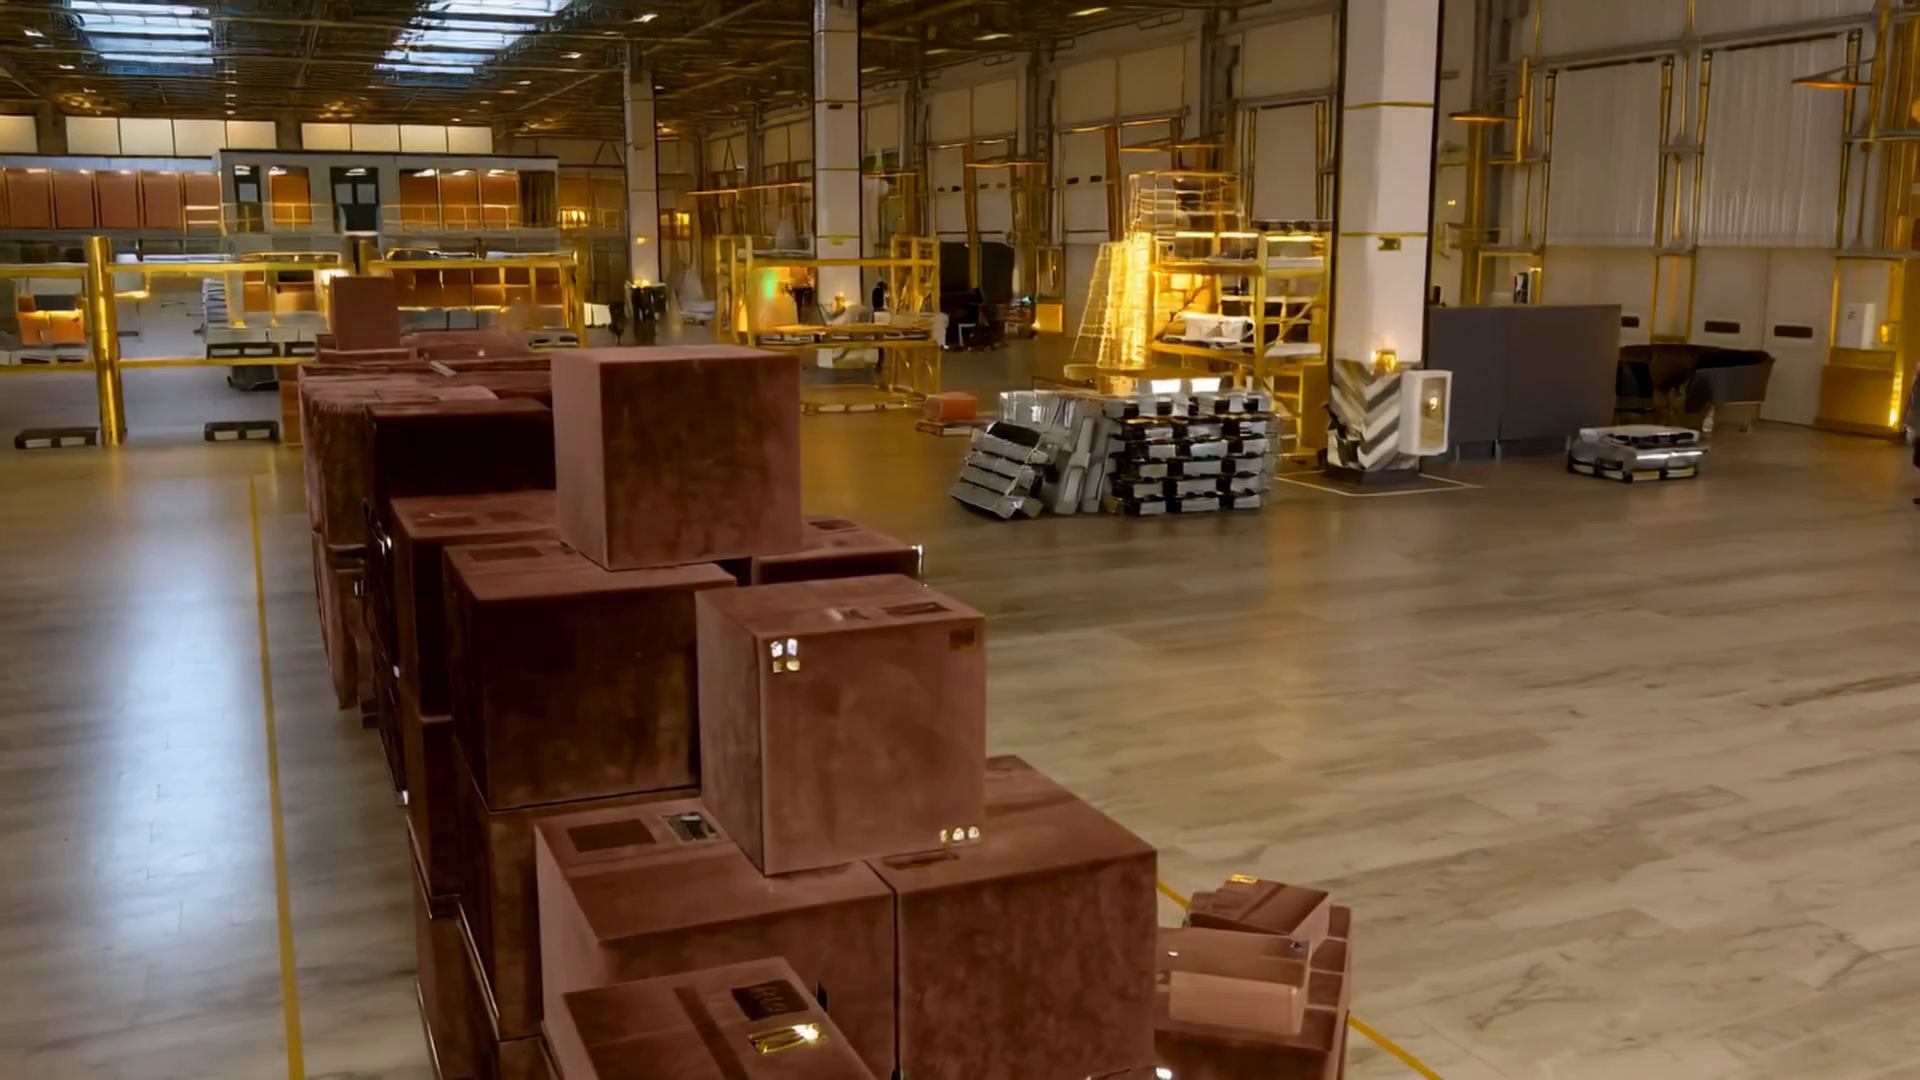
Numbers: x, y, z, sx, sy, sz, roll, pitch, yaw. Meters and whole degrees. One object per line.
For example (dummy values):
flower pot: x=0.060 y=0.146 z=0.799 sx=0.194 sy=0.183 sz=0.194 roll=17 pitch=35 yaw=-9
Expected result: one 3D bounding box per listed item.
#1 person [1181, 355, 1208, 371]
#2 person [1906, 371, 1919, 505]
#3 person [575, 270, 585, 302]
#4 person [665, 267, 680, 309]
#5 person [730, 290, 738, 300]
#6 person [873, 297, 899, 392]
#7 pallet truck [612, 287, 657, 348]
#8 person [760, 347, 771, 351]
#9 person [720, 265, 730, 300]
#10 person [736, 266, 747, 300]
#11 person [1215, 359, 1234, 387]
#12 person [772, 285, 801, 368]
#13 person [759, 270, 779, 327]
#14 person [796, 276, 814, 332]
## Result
person: x=3.695 y=-2.589 z=26.108 sx=0.485 sy=1.738 sz=0.307 roll=-4 pitch=11 yaw=-22
person: x=10.836 y=-1.262 z=18.426 sx=0.586 sy=1.869 sz=0.582 roll=-1 pitch=10 yaw=-8
person: x=-15.406 y=-10.096 z=67.404 sx=0.327 sy=1.765 sz=0.529 roll=8 pitch=13 yaw=36
person: x=-12.252 y=-10.725 z=70.809 sx=0.645 sy=1.794 sz=0.978 roll=6 pitch=12 yaw=29
person: x=-9.240 y=-10.242 z=68.397 sx=0.533 sy=1.697 sz=0.319 roll=-4 pitch=11 yaw=-22
person: x=-1.450 y=-3.831 z=32.605 sx=0.519 sy=1.865 sz=0.328 roll=-4 pitch=11 yaw=-22
pallet truck: x=-6.464 y=-4.406 z=35.401 sx=0.823 sy=1.965 sz=1.885 roll=6 pitch=12 yaw=32
person: x=-2.080 y=-1.058 z=17.335 sx=0.650 sy=1.887 sz=0.848 roll=-7 pitch=12 yaw=-34
person: x=-11.090 y=-12.263 z=78.908 sx=0.617 sy=1.926 sz=0.769 roll=-2 pitch=11 yaw=-13
person: x=-8.784 y=-9.934 z=66.086 sx=0.551 sy=1.913 sz=0.583 roll=8 pitch=13 yaw=39
person: x=4.240 y=-2.771 z=26.851 sx=0.533 sy=1.832 sz=0.535 roll=6 pitch=12 yaw=29
person: x=-3.890 y=-4.726 z=37.274 sx=0.652 sy=1.956 sz=0.730 roll=-6 pitch=12 yaw=-32
person: x=-6.450 y=-8.203 z=56.498 sx=1.020 sy=1.947 sz=0.628 roll=-7 pitch=12 yaw=-34
person: x=-4.564 y=-6.859 z=49.210 sx=0.635 sy=1.888 sz=0.828 roll=-3 pitch=11 yaw=-16
